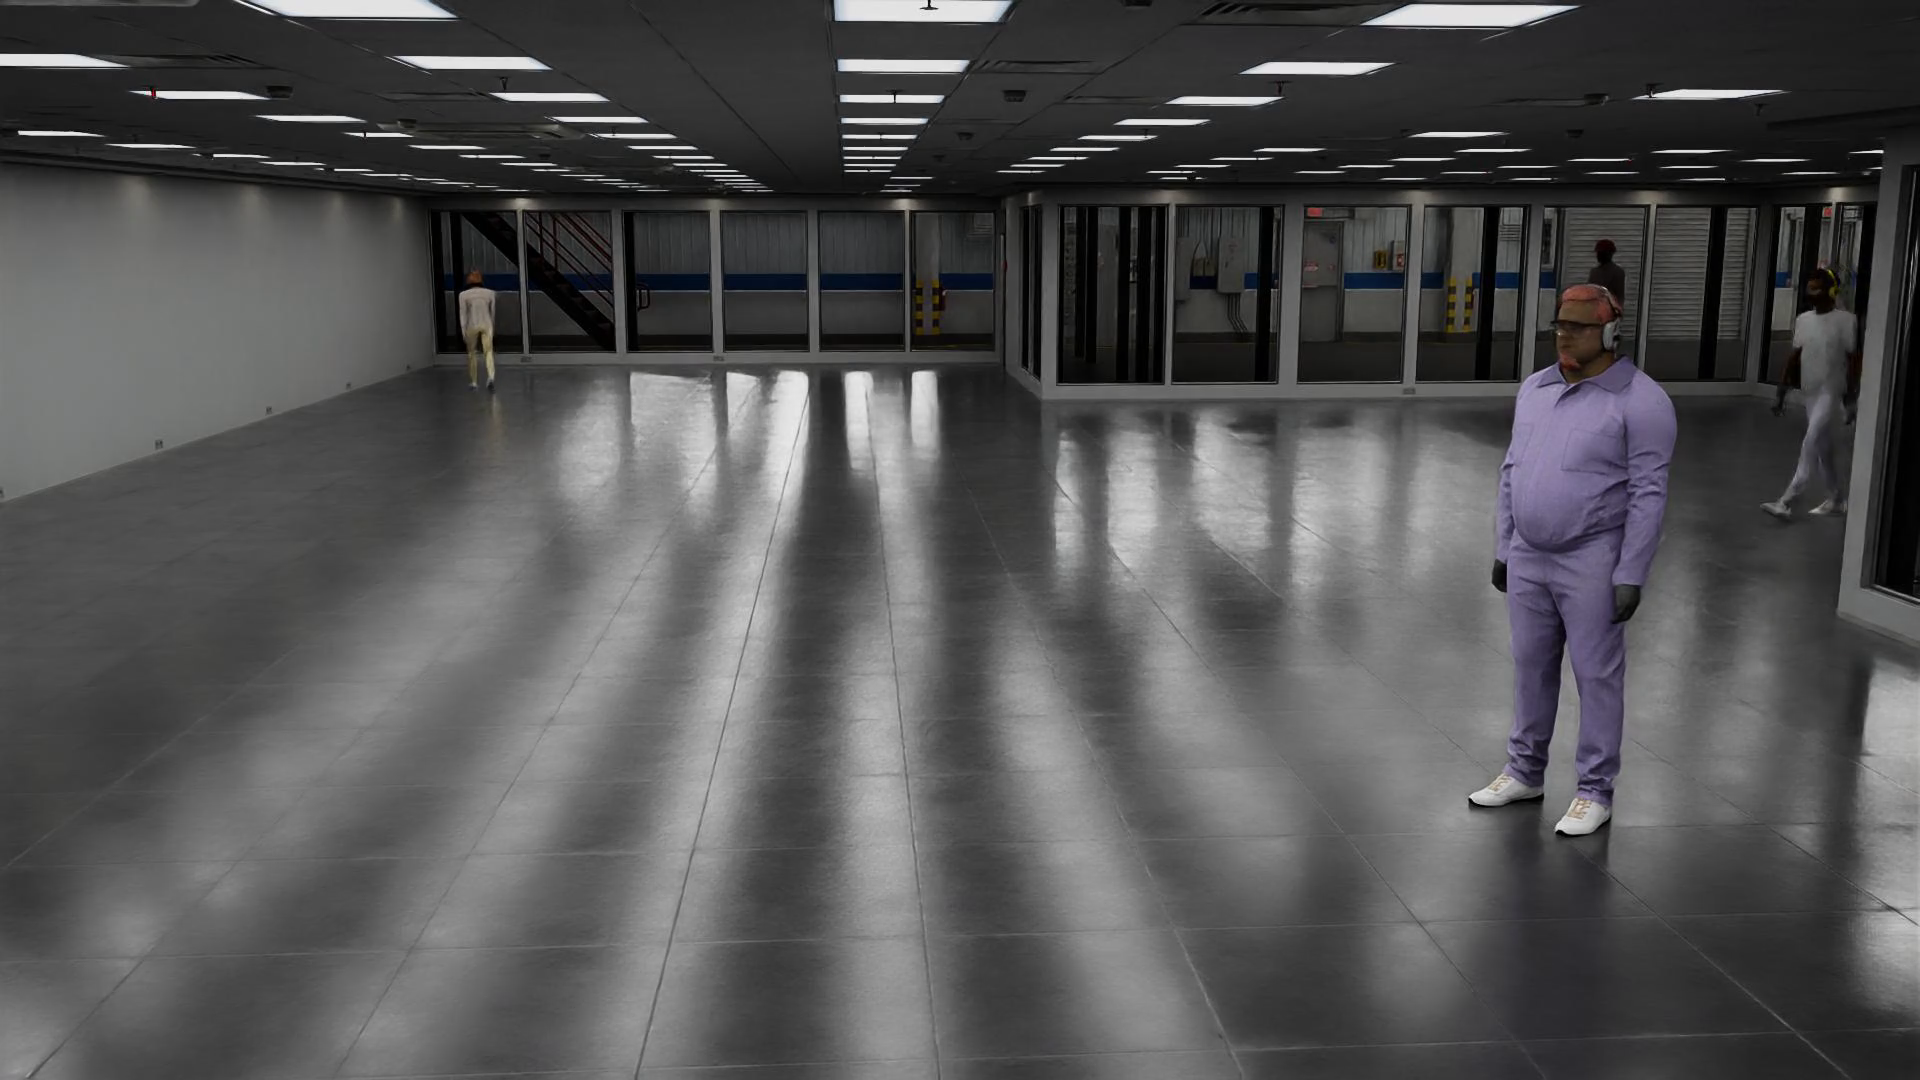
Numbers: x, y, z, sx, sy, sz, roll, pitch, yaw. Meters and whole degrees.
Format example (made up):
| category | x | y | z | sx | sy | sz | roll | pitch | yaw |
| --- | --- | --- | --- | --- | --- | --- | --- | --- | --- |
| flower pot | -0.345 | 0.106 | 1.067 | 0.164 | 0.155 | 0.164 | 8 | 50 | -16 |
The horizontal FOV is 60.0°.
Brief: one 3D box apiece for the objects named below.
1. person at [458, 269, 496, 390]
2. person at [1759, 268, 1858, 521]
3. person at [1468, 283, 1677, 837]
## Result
| category | x | y | z | sx | sy | sz | roll | pitch | yaw |
| --- | --- | --- | --- | --- | --- | --- | --- | --- | --- |
| person | -6.377 | -2.796 | 22.059 | 0.486 | 1.601 | 0.756 | -5 | 12 | -25 |
| person | 6.174 | -1.048 | 12.080 | 0.961 | 1.817 | 0.539 | -3 | 11 | -18 |
| person | 2.125 | 0.066 | 5.825 | 0.410 | 1.912 | 0.643 | -7 | 12 | -32 |
